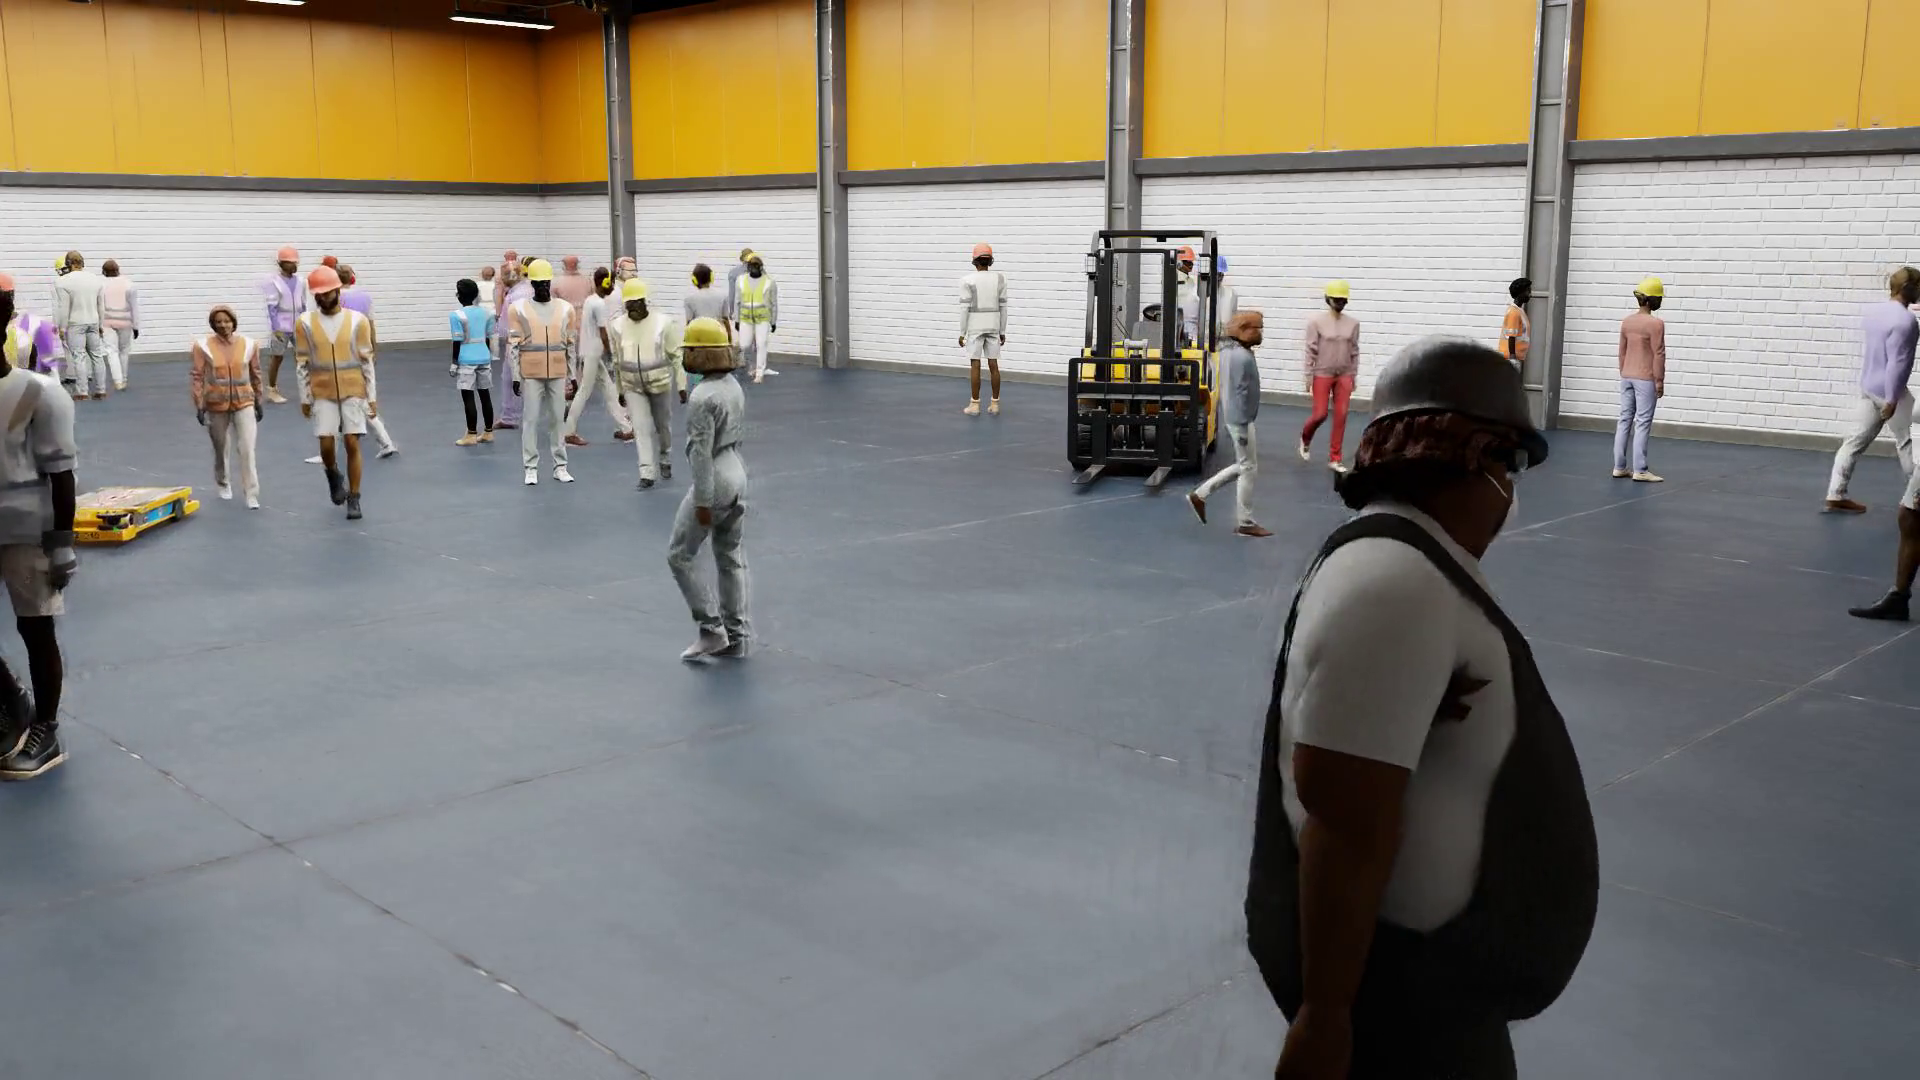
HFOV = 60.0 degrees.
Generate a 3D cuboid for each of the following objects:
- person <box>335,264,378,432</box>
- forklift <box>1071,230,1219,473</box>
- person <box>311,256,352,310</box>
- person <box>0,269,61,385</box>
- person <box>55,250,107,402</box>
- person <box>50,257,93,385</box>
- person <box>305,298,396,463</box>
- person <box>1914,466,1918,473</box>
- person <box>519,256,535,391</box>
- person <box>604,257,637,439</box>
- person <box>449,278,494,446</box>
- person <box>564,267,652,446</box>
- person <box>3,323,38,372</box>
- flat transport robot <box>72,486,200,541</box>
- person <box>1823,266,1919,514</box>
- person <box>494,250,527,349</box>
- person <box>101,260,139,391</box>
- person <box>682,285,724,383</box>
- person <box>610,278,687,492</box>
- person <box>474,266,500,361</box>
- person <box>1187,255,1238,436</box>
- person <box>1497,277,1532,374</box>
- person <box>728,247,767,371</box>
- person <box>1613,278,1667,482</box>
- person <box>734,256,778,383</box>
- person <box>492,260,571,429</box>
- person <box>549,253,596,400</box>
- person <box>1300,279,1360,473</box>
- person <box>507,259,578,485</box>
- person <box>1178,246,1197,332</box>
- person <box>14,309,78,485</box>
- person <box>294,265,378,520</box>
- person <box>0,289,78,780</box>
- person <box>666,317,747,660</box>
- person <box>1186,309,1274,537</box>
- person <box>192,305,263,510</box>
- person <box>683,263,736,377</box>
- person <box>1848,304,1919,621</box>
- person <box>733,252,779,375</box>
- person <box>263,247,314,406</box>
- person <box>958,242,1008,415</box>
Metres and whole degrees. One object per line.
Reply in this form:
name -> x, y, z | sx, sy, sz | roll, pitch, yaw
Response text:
person -> -6.521, -2.028, 17.772 | 0.575, 1.830, 0.433 | -4, 11, -19
forklift -> 1.804, -1.825, 15.677 | 1.214, 2.155, 2.313 | 2, 11, 13
person -> -8.673, -3.007, 23.092 | 0.578, 1.830, 0.978 | -1, 10, -5
person -> -6.583, -0.935, 11.596 | 0.556, 1.914, 0.460 | -2, 11, -12
person -> -11.285, -2.740, 21.370 | 0.372, 1.939, 0.631 | 6, 12, 28
person -> -12.705, -3.121, 23.760 | 0.403, 1.823, 0.588 | 5, 12, 26
person -> -5.756, -1.526, 15.680 | 0.780, 1.599, 0.542 | -1, 10, -7
person -> 6.883, -0.804, 11.657 | 0.270, 1.627, 0.497 | 2, 11, 13
person -> -5.814, -2.874, 22.349 | 0.797, 1.841, 0.564 | 5, 12, 27
person -> -3.496, -2.024, 17.551 | 0.405, 1.904, 0.653 | 1, 10, 5
person -> -4.964, -1.798, 16.887 | 0.319, 1.697, 0.533 | 5, 12, 27
person -> -3.644, -1.854, 16.889 | 0.961, 1.807, 0.524 | -3, 11, -17
person -> -6.088, -0.683, 10.423 | 0.430, 1.841, 0.624 | 7, 12, 32
flat transport robot -> -6.132, -0.205, 12.092 | 0.652, 0.197, 1.431 | -1, 10, -4
person -> 7.124, -1.112, 12.603 | 1.002, 1.885, 0.650 | 1, 10, 7
person -> -6.971, -3.570, 25.998 | 0.643, 1.902, 0.400 | -7, 12, -33
person -> -11.718, -2.963, 23.022 | 0.633, 1.789, 0.990 | -8, 13, -36
person -> -3.242, -2.589, 21.080 | 0.525, 1.738, 0.783 | -2, 11, -11
person -> -2.648, -1.347, 14.222 | 0.641, 1.782, 0.951 | 0, 10, 1
person -> -7.972, -3.823, 28.126 | 0.526, 1.620, 0.554 | 0, 10, 0
person -> 2.733, -2.048, 17.637 | 0.650, 1.915, 0.875 | -3, 11, -18
person -> 5.868, -1.933, 17.650 | 0.322, 1.691, 0.532 | 4, 11, 23
person -> -3.324, -3.616, 26.137 | 0.636, 1.938, 0.355 | -3, 11, -18
person -> 5.942, -1.390, 14.473 | 0.312, 1.768, 0.530 | -3, 11, -17
person -> -2.954, -3.192, 24.115 | 0.645, 1.831, 0.505 | 1, 10, 6
person -> -4.762, -2.132, 18.258 | 0.863, 1.873, 0.645 | -3, 11, -15
person -> -5.061, -2.763, 21.644 | 0.668, 1.924, 0.436 | -8, 13, -36
person -> 3.358, -1.498, 15.119 | 0.527, 1.752, 0.517 | -2, 11, -12
person -> -3.575, -1.442, 14.319 | 0.585, 1.927, 0.366 | -6, 12, -28
person -> 2.769, -2.655, 20.748 | 0.377, 1.995, 0.608 | 7, 12, 33
person -> -7.778, -1.266, 13.529 | 1.000, 1.867, 0.599 | 3, 11, 18
person -> -4.711, -1.120, 12.611 | 0.564, 1.917, 0.569 | -3, 11, -18
person -> -3.745, -0.025, 6.502 | 0.631, 1.954, 0.419 | 1, 10, 7
person -> -1.267, -0.246, 8.338 | 0.408, 1.732, 0.493 | 4, 11, 21
person -> 1.941, -0.825, 11.803 | 0.555, 1.621, 0.506 | 2, 11, 11
person -> -5.806, -1.070, 13.205 | 0.519, 1.597, 0.869 | -6, 12, -28
person -> -2.688, -2.053, 17.889 | 0.551, 1.843, 0.677 | -1, 10, -6
person -> 5.399, -0.452, 8.964 | 0.851, 1.918, 0.542 | 6, 12, 31
person -> -3.247, -3.445, 25.379 | 0.859, 1.880, 0.588 | -1, 10, -8
person -> -8.417, -2.669, 20.865 | 1.041, 1.992, 0.615 | 7, 13, 34
person -> 0.264, -2.501, 19.778 | 0.611, 2.043, 0.374 | -4, 11, -21
